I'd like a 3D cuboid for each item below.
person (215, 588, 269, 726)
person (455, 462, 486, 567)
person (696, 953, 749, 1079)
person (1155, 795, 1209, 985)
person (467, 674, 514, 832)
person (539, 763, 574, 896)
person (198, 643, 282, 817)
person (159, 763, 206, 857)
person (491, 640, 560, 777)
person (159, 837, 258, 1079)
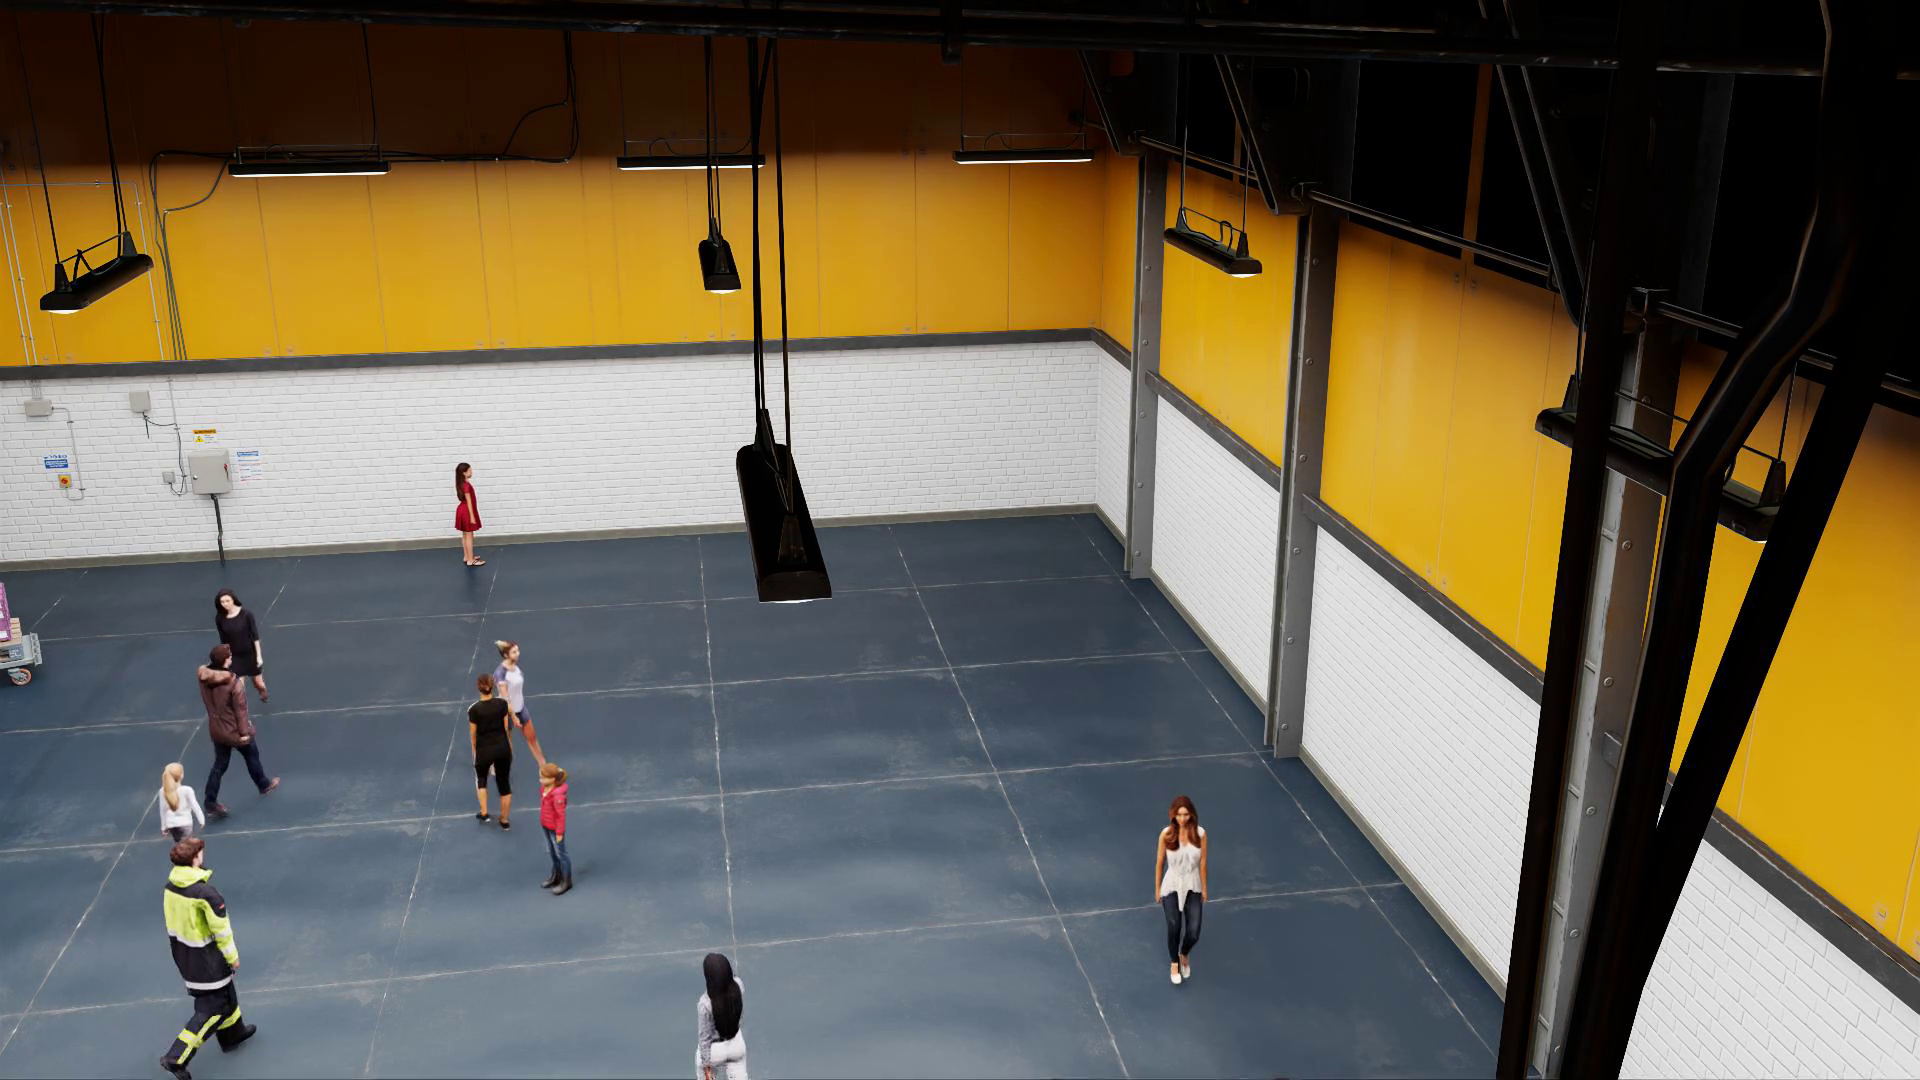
[{"bbox_3d":[-8.216,1.364,19.094,0.652,1.771,1.020,-5,19,-13],"label":"person"},{"bbox_3d":[-7.321,-0.401,24.678,0.691,1.553,0.629,-10,21,-28],"label":"person"},{"bbox_3d":[-1.660,3.774,12.057,0.981,1.695,1.183,-16,25,-40],"label":"person"},{"bbox_3d":[1.902,2.969,14.322,0.657,1.775,0.640,0,19,0],"label":"person"},{"bbox_3d":[-4.715,2.174,16.871,0.680,1.654,0.756,-10,21,-27],"label":"person"},{"bbox_3d":[-3.828,2.714,15.799,0.677,1.316,0.593,-16,24,-39],"label":"person"},{"bbox_3d":[-7.611,1.994,17.176,1.162,1.801,1.331,8,20,22],"label":"person"},{"bbox_3d":[-7.435,2.750,15.789,0.638,1.253,0.888,1,19,4],"label":"person"},{"bbox_3d":[-4.916,1.855,17.937,0.930,1.579,1.001,6,20,18],"label":"person"},{"bbox_3d":[-6.007,3.300,13.057,1.192,1.956,1.262,12,22,31],"label":"person"}]
